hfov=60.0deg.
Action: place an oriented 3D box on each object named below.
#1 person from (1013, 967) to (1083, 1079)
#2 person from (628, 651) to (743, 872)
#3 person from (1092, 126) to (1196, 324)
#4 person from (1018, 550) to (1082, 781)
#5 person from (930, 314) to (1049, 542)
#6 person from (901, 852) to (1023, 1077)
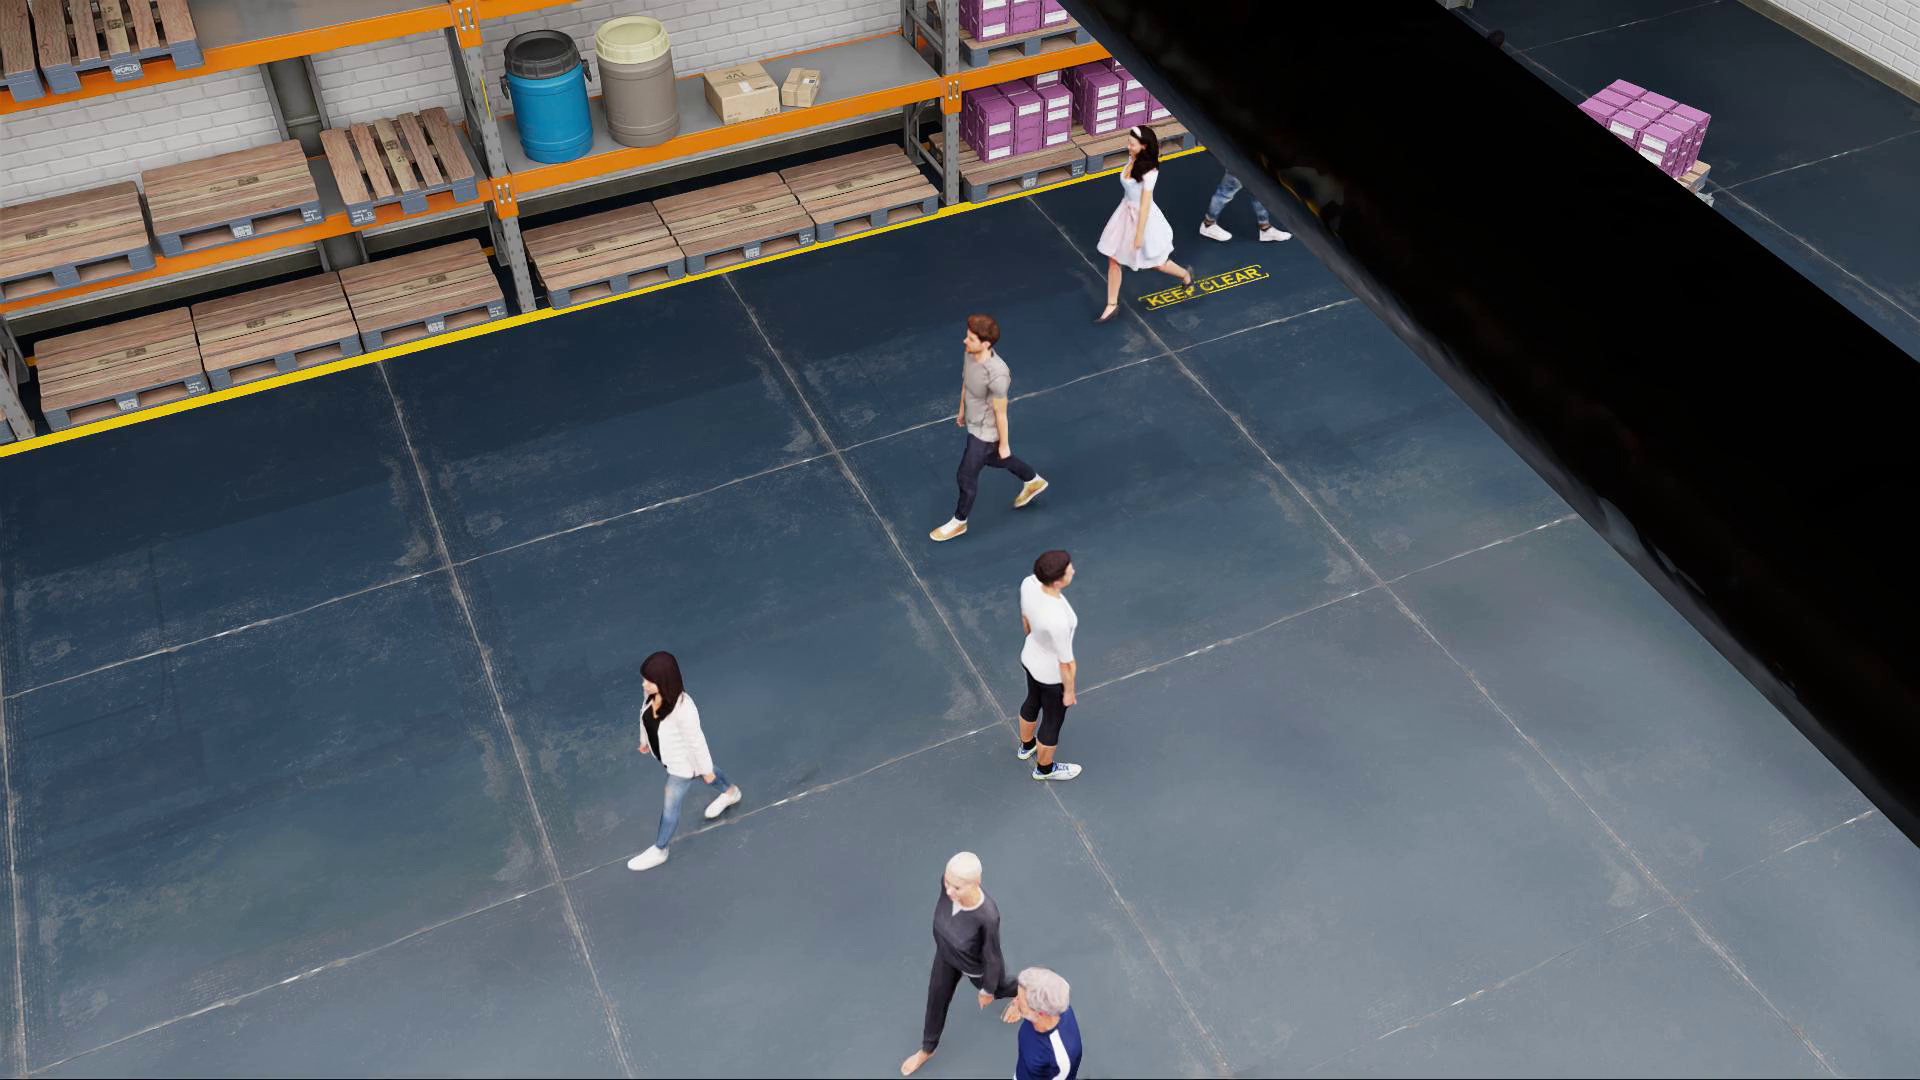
[{"bbox_3d":[0.492,2.665,8.096,1.033,1.808,0.705,-14,45,-15],"label":"person"},{"bbox_3d":[-1.583,1.203,9.787,1.135,1.594,0.805,-28,50,-27],"label":"person"},{"bbox_3d":[1.539,-2.563,13.606,1.164,1.779,0.667,-16,46,-16],"label":"person"},{"bbox_3d":[0.526,0.748,10.078,0.526,1.851,0.665,-18,47,-18],"label":"person"},{"bbox_3d":[0.258,-0.814,11.714,1.186,1.855,0.668,-15,46,-15],"label":"person"},{"bbox_3d":[0.121,2.128,8.743,0.870,1.693,1.181,35,53,31],"label":"person"}]
